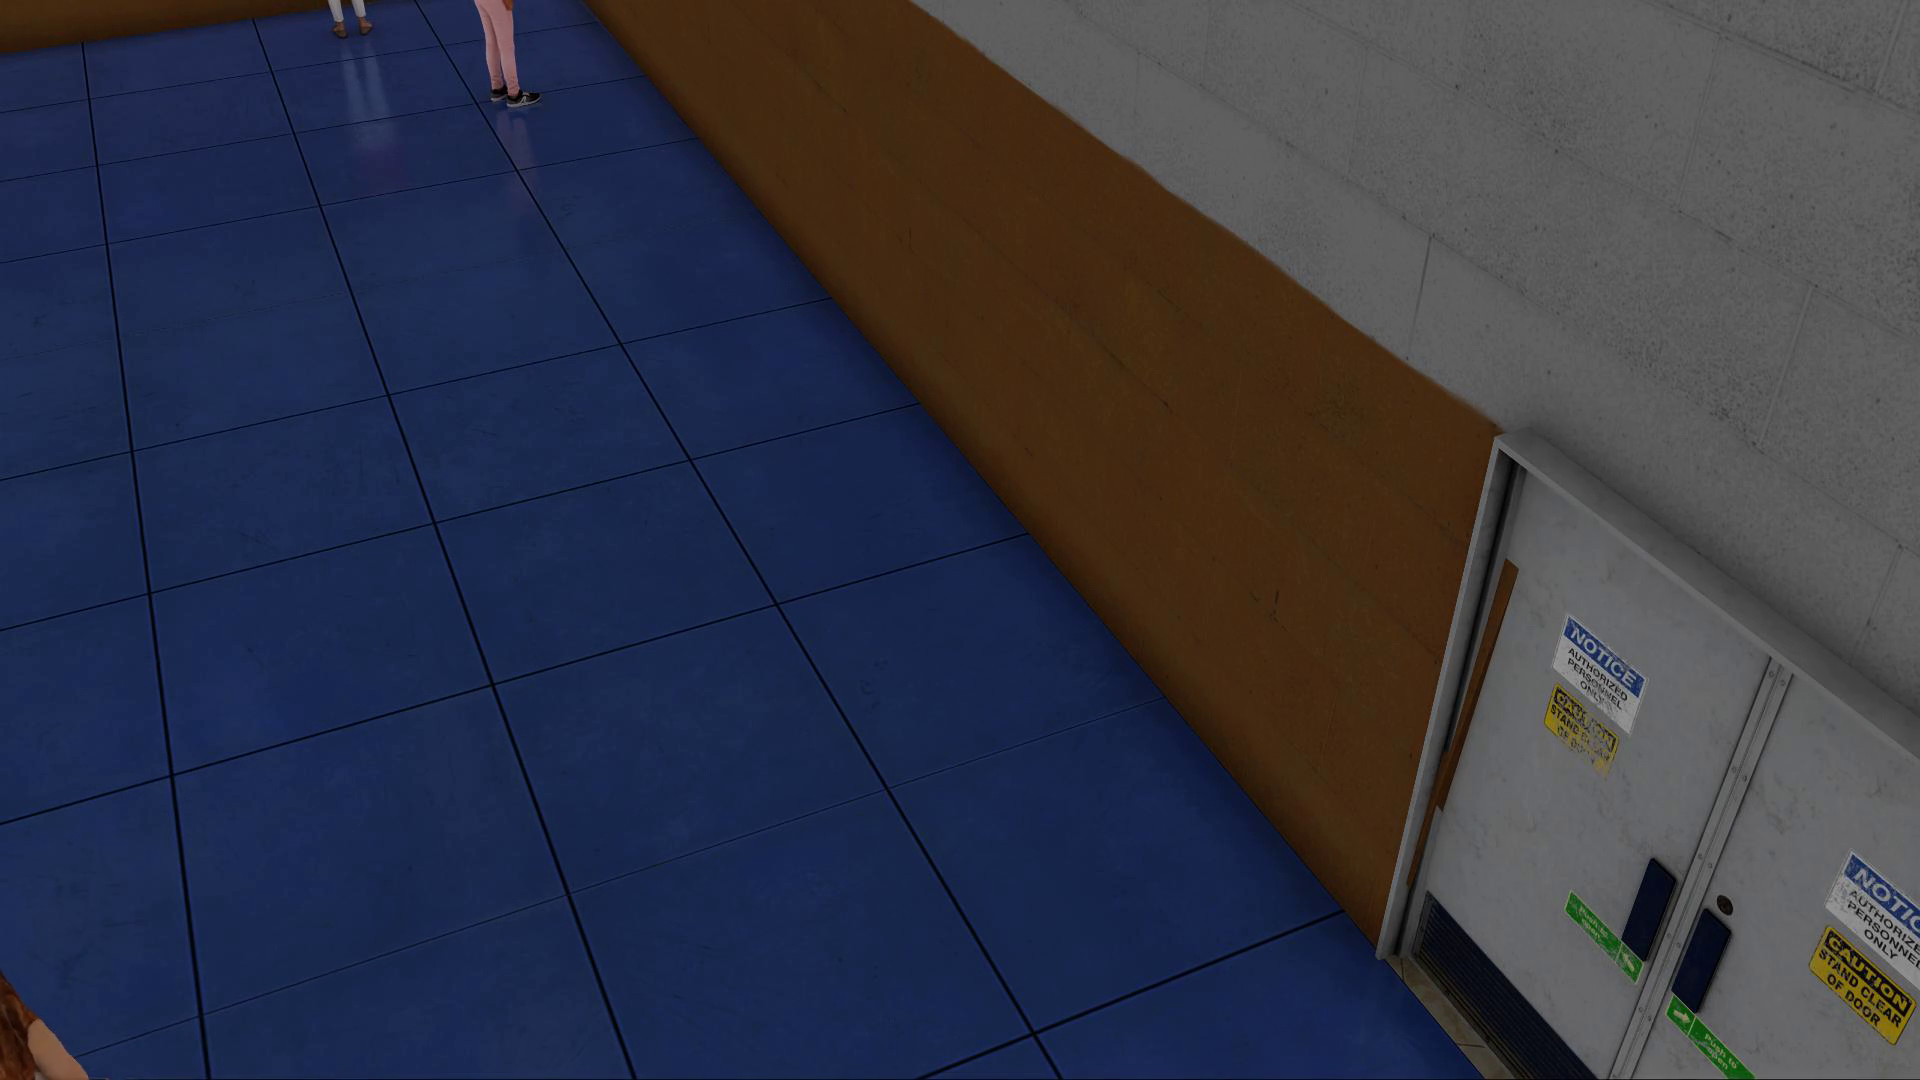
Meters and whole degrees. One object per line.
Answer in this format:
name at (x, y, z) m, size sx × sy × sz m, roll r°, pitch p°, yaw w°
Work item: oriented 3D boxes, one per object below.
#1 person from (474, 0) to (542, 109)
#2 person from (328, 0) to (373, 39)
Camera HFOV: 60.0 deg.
person at (-3.435, -3.980, 12.220) m, size 0.607 × 1.565 × 0.593 m, roll -30°, pitch 46°, yaw -34°
person at (-5.059, -4.896, 13.332) m, size 0.481 × 1.694 × 0.604 m, roll -14°, pitch 39°, yaw -18°
